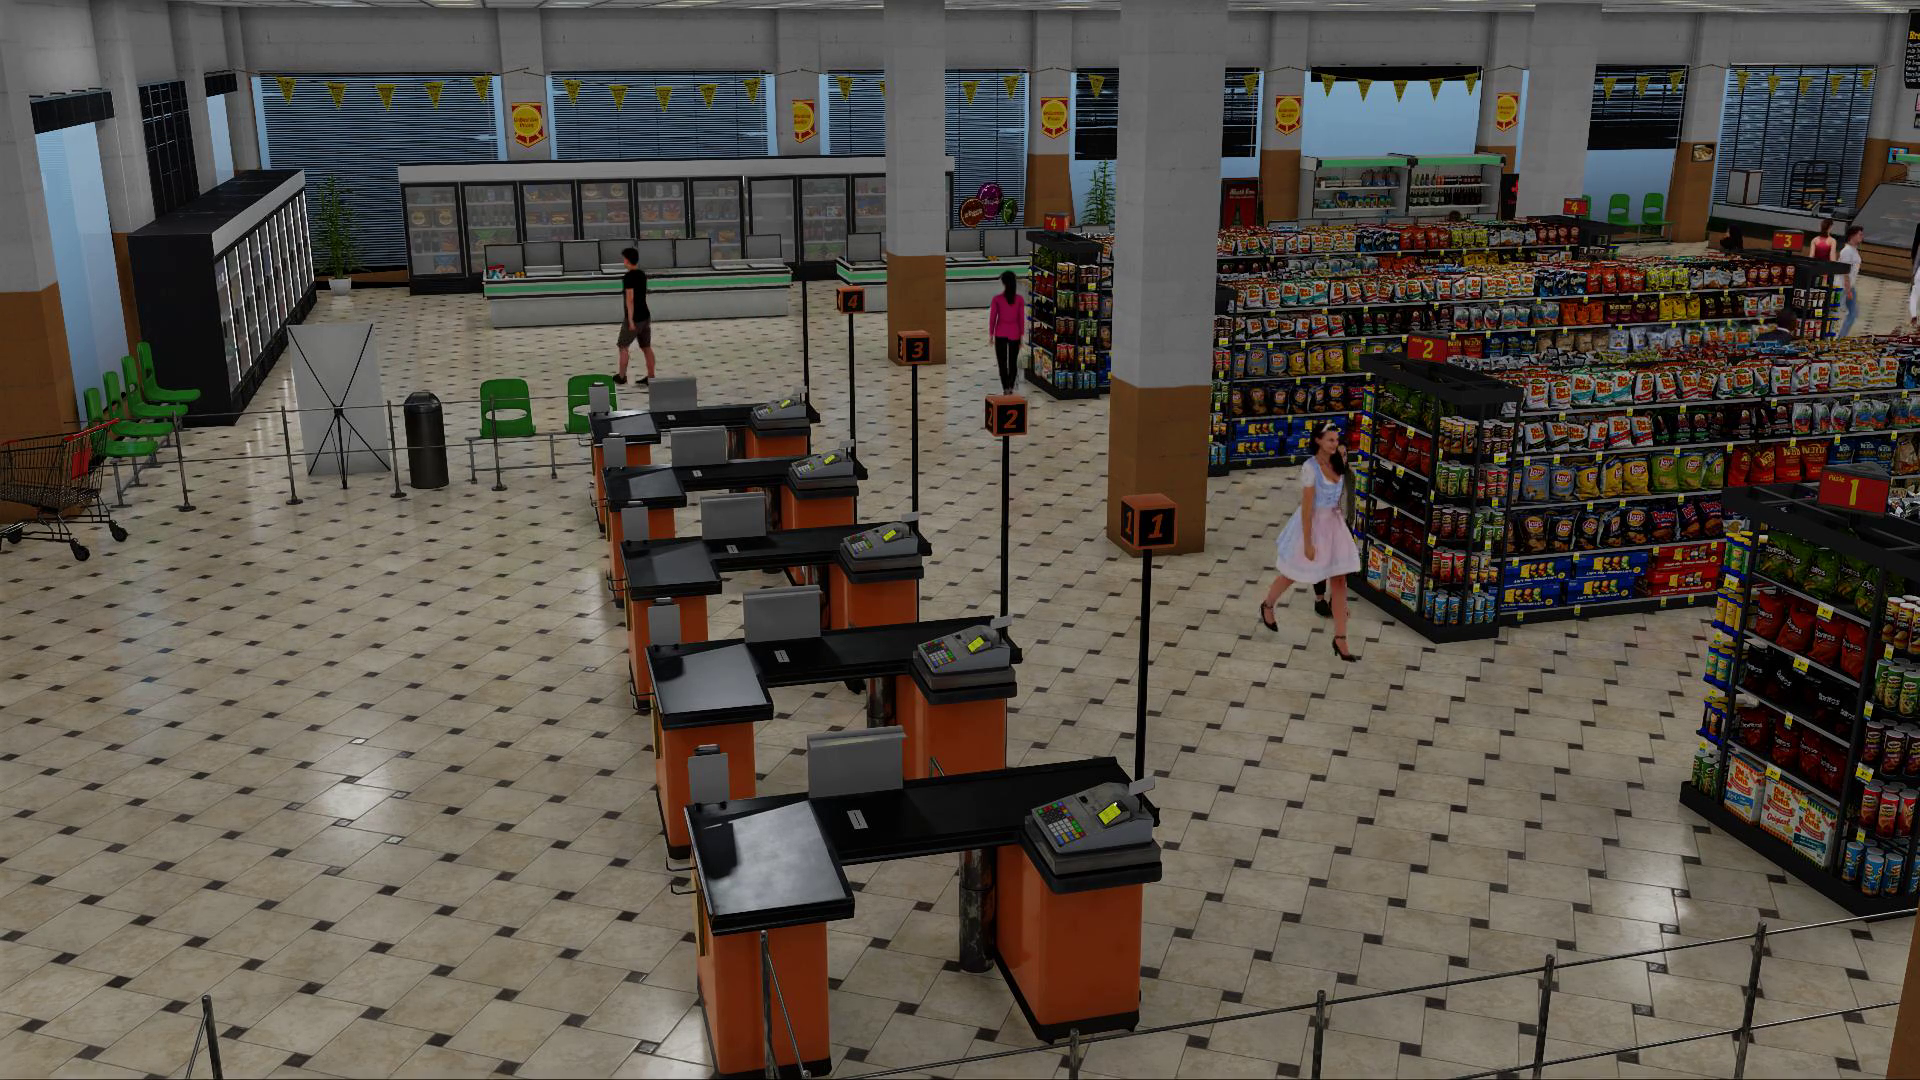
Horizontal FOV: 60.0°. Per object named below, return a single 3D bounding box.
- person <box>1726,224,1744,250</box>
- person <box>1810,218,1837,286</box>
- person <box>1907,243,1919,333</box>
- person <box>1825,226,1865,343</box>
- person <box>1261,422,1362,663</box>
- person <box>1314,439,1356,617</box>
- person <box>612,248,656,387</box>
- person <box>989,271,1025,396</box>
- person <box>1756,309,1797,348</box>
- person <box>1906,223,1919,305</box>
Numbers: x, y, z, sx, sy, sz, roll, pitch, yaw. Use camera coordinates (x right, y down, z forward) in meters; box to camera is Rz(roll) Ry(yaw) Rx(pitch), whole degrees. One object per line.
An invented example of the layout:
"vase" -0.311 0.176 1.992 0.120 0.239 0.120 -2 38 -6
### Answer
"person" 12.068 -4.100 26.125 0.672 1.706 0.674 3 17 11
"person" 13.770 -4.271 26.616 0.679 1.749 0.655 -16 23 -42
"person" 15.263 -4.136 26.235 0.753 1.711 0.821 7 18 21
"person" 12.996 -3.716 24.644 0.871 1.831 0.806 13 21 37
"person" 2.604 -0.006 12.531 1.211 1.771 0.959 -11 20 -31
"person" 2.954 -0.104 13.383 0.517 1.463 0.665 -6 18 -19
"person" -4.213 -2.931 22.052 1.076 1.837 0.981 7 18 22
"person" 0.600 -2.524 20.980 0.940 1.679 0.708 -2 17 -8
"person" 8.440 -1.509 17.427 1.230 1.803 0.833 -8 19 -24
"person" 16.814 -4.952 28.966 0.632 1.687 0.744 4 17 14
